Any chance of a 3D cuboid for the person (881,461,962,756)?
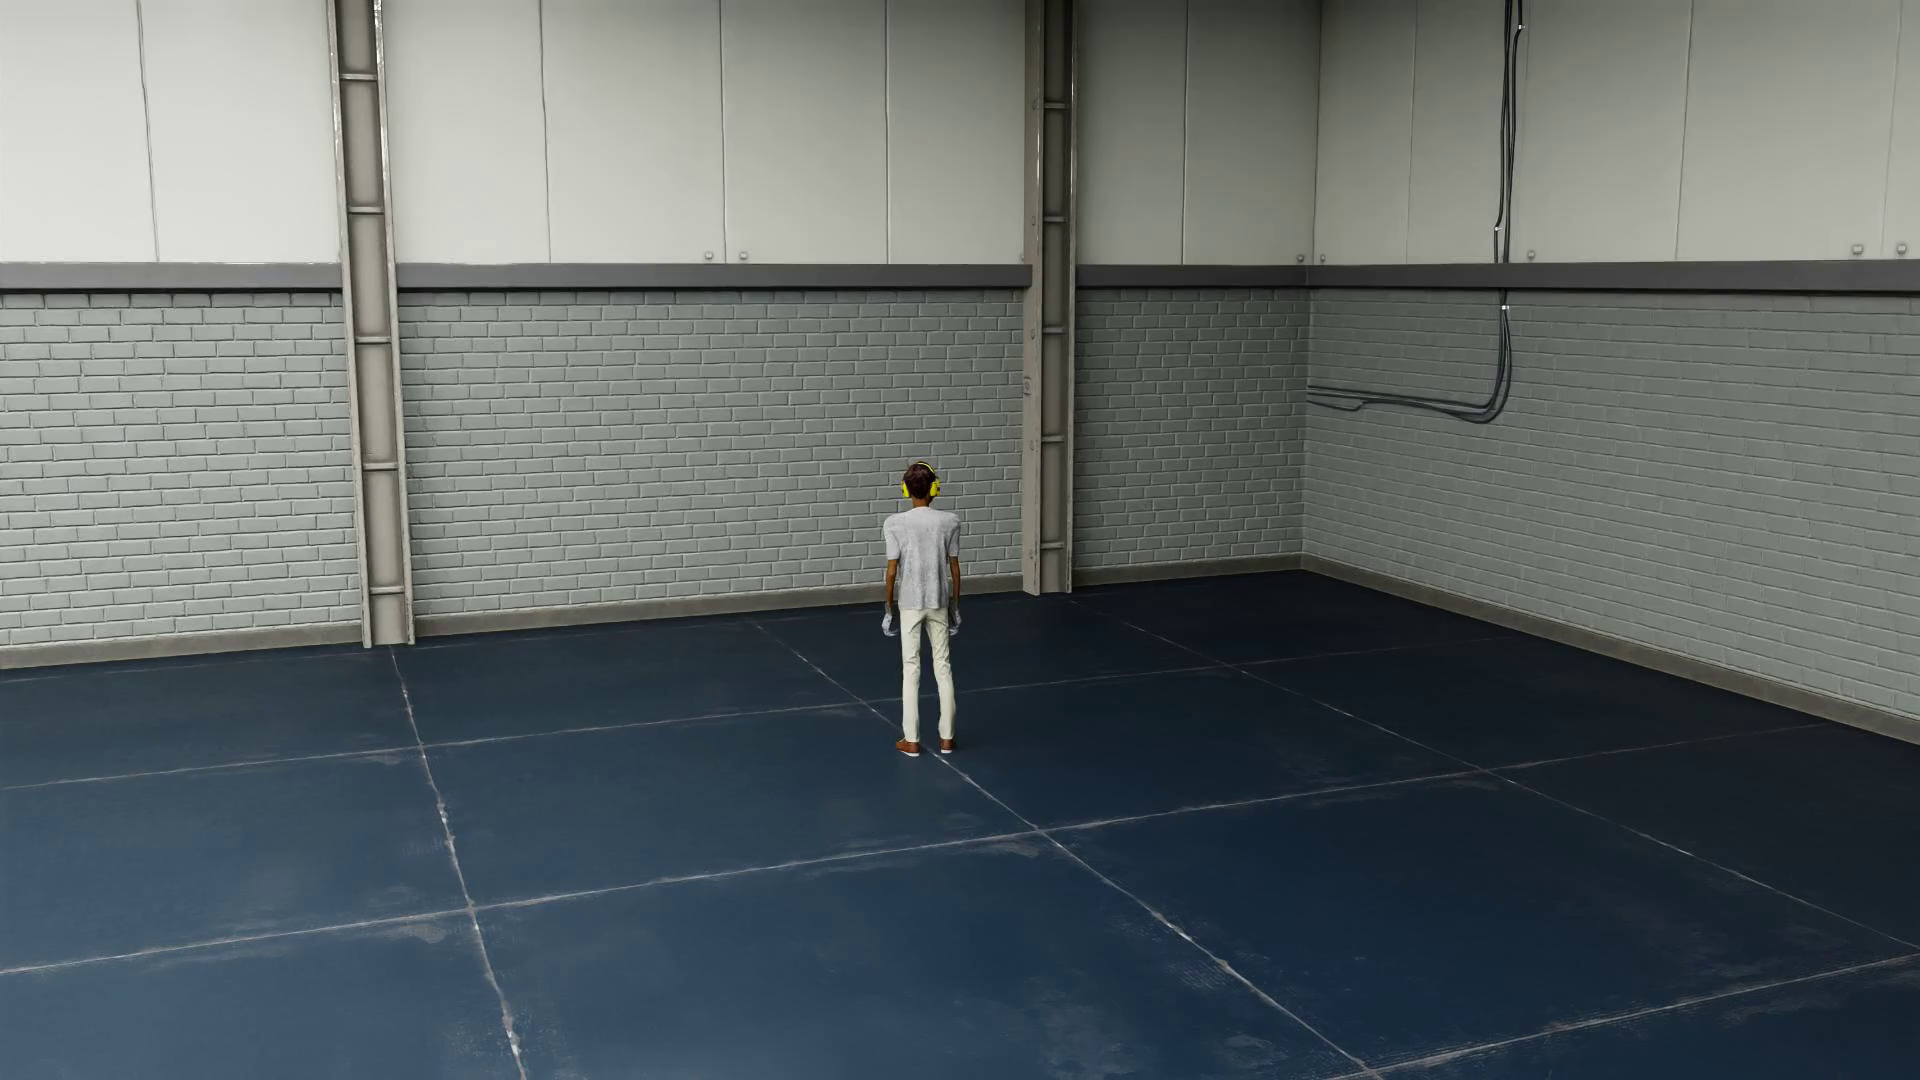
[{"bbox_3d":[-0.244,0.439,10.520,0.520,1.865,0.335,-2,9,-12],"label":"person"}]
